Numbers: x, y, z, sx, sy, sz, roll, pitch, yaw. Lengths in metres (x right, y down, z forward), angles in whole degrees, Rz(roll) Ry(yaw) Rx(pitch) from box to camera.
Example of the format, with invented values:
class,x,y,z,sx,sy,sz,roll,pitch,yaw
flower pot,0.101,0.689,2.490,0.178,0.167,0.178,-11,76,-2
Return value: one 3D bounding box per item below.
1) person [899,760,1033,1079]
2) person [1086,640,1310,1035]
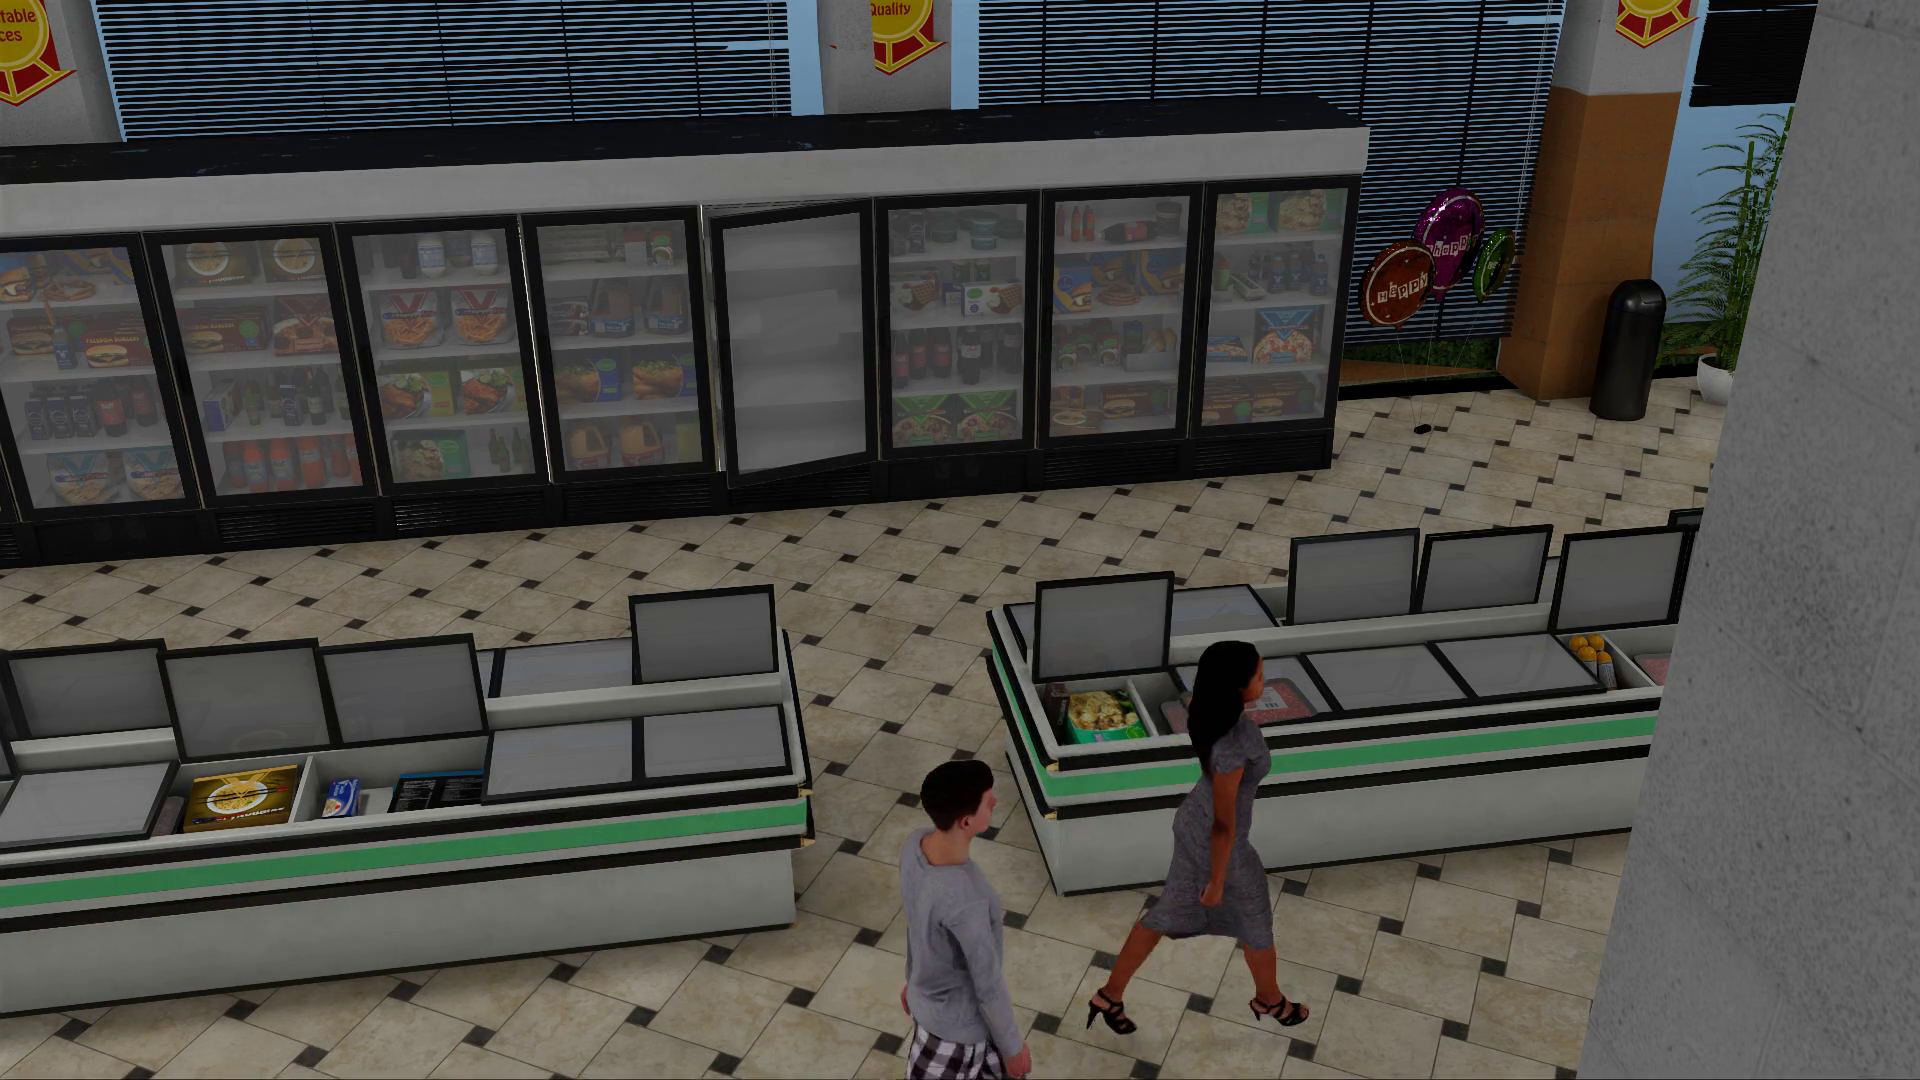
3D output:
class,x,y,z,sx,sy,sz,roll,pitch,yaw
person,-0.109,1.535,5.238,1.179,1.804,0.721,-8,28,-15
person,0.826,1.153,6.068,1.097,1.735,0.623,-5,27,-10
